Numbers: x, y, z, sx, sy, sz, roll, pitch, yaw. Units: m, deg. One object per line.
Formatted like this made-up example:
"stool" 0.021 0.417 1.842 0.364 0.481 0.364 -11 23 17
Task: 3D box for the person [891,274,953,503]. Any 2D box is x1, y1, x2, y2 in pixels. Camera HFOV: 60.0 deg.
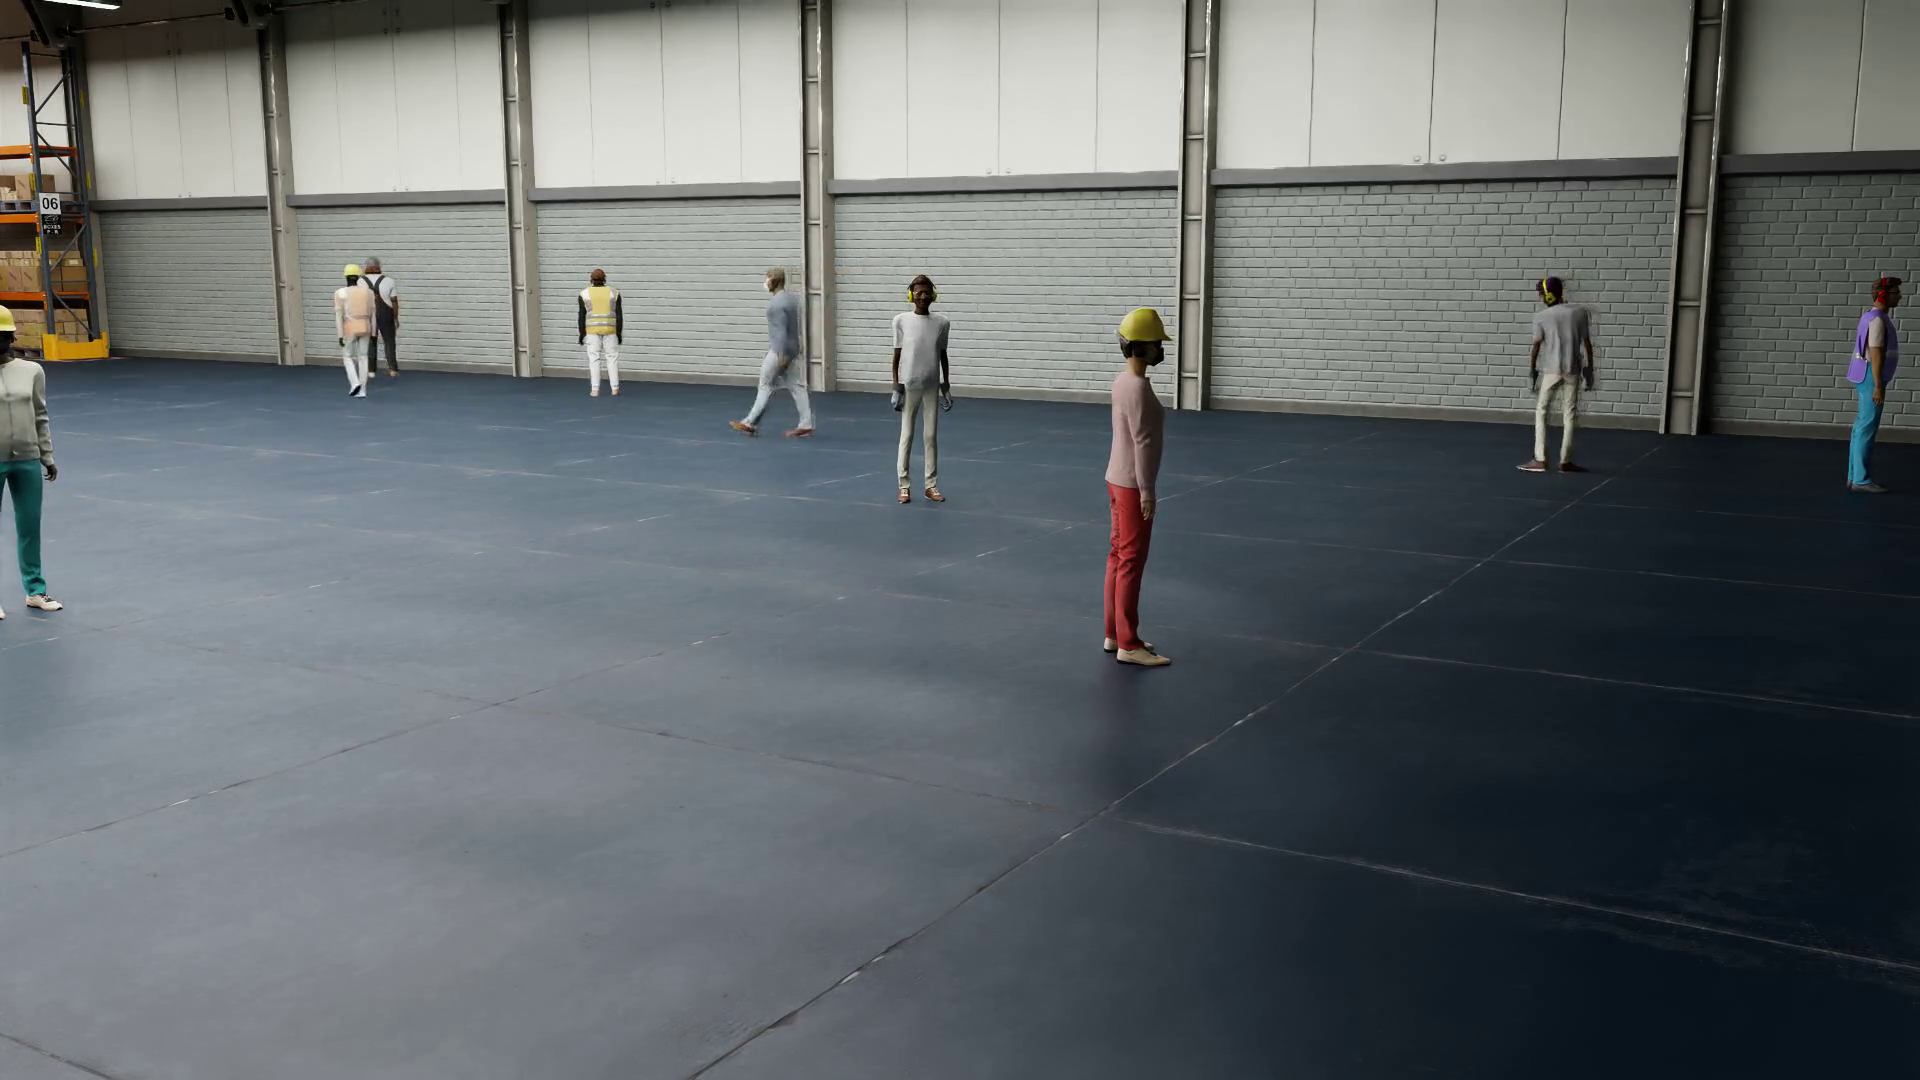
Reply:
"person" -0.310 -1.239 13.691 0.519 1.873 0.328 -3 10 -16

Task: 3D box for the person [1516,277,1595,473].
"person" 5.586 -1.528 15.515 0.653 1.834 0.348 2 10 13

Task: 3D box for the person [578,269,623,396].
"person" -5.202 -2.988 24.068 0.648 1.836 0.455 -3 10 -19

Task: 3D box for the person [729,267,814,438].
"person" -2.096 -2.078 18.533 1.003 1.887 0.633 2 10 13

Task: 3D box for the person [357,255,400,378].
"person" -9.717 -3.726 27.754 0.689 2.000 0.535 -2 10 -13

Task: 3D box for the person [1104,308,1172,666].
"person" 0.887 -0.264 8.291 0.312 1.768 0.522 -1 10 -7

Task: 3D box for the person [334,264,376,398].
"person" -8.637 -2.983 23.774 0.598 1.908 0.421 -7 12 -35

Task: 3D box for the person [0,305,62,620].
"person" -5.348 -0.443 9.335 0.310 1.768 0.533 7 12 34

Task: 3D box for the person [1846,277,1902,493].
"person" 7.855 -1.335 14.323 0.390 1.847 0.563 4 10 22
